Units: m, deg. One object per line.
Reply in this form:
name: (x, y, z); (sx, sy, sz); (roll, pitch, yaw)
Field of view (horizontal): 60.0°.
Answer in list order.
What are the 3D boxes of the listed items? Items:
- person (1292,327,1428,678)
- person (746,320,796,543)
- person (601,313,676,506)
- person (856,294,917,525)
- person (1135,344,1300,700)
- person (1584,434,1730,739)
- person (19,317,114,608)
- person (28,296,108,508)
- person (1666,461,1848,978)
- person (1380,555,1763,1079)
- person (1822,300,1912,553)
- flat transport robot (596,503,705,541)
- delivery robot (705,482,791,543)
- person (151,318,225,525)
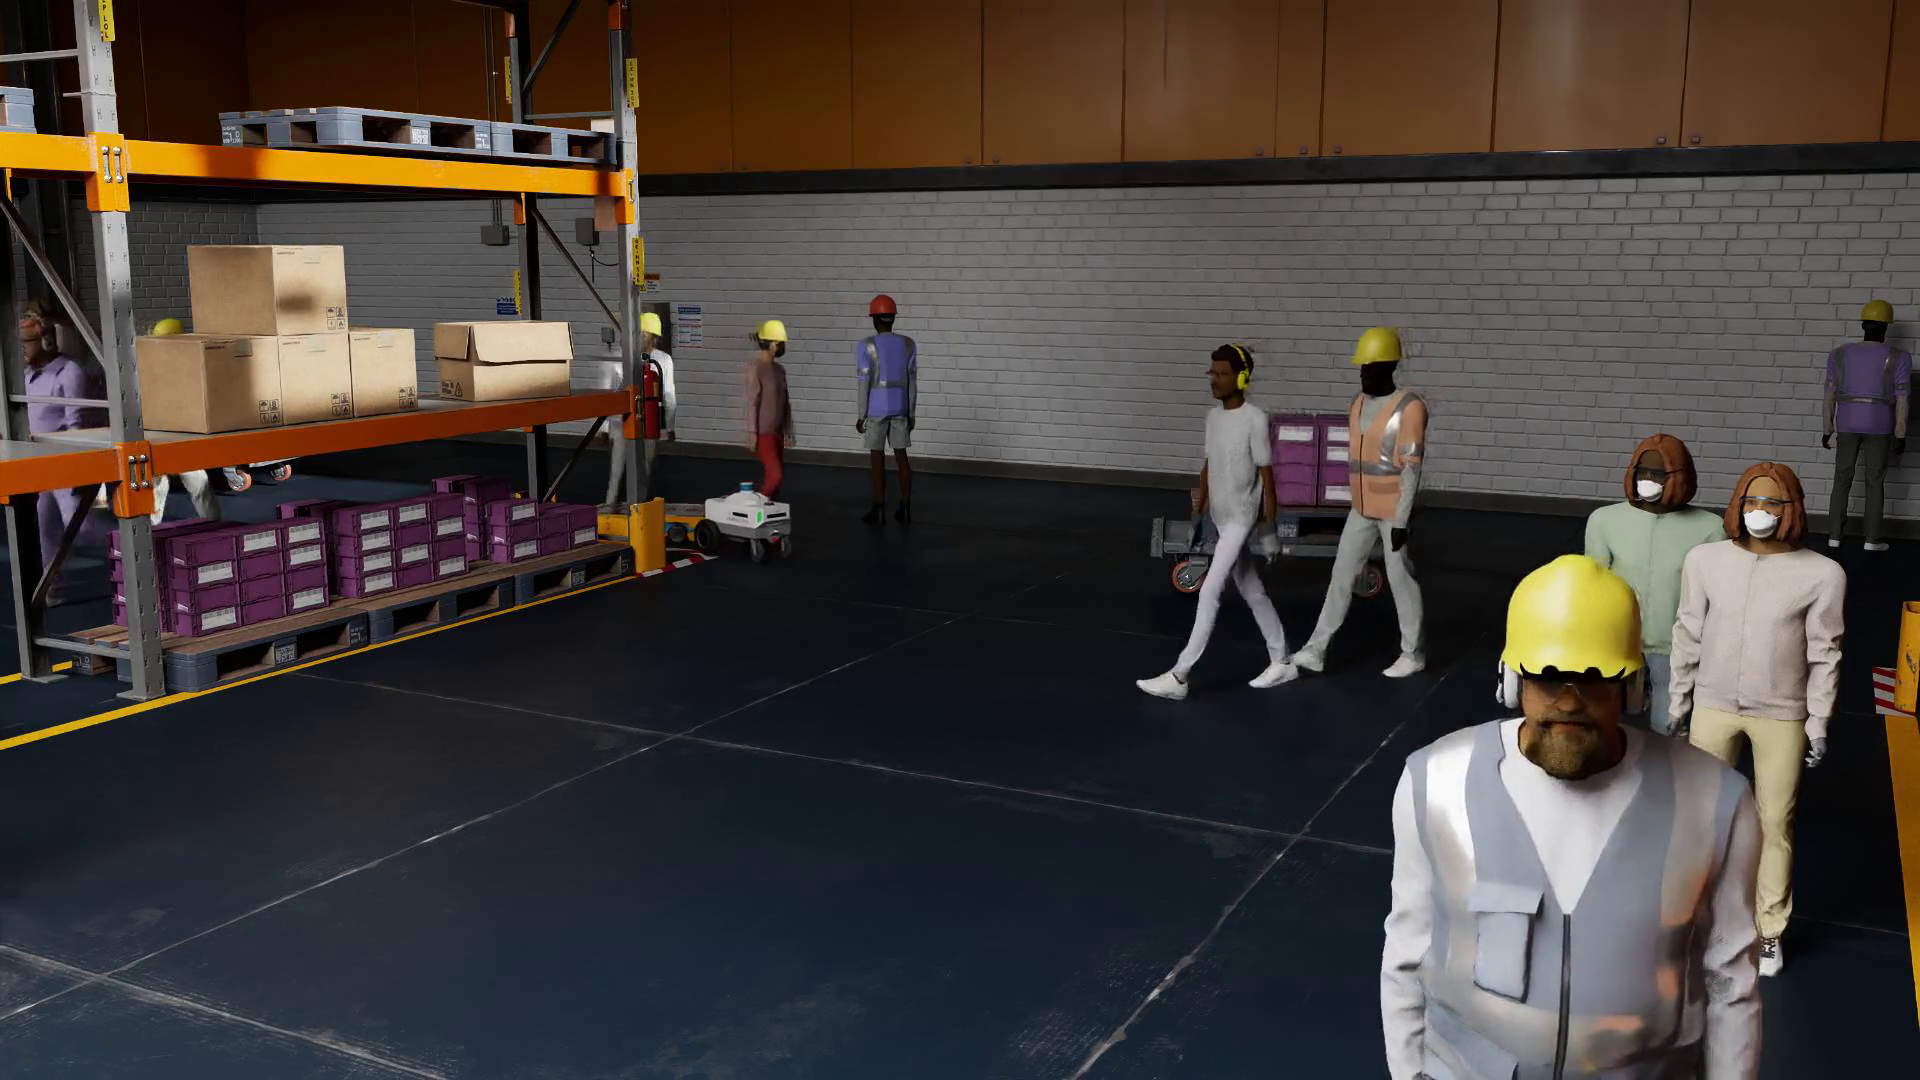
person: (2.151, -0.172, 8.829); (0.885, 1.885, 0.617); (-5, 11, -26)
person: (-1.474, -0.841, 13.040); (0.353, 1.753, 0.554); (4, 10, 21)
person: (-2.616, -0.948, 13.586); (0.626, 1.800, 0.407); (-5, 11, -28)
person: (-0.633, -1.099, 14.045); (0.551, 1.932, 0.378); (-5, 11, -27)
person: (1.378, -0.092, 8.553); (1.005, 1.821, 0.543); (-4, 11, -21)
person: (2.533, 0.420, 6.123); (0.502, 1.631, 0.285); (4, 11, 23)
person: (-5.750, -0.500, 10.734); (0.646, 1.880, 0.739); (4, 11, 23)
person: (-7.936, -1.205, 14.777); (0.514, 1.911, 0.632); (-4, 11, -23)
person: (2.510, 0.561, 5.297); (0.500, 1.636, 0.280); (8, 12, 38)
person: (1.016, 0.899, 2.830); (0.600, 1.814, 0.733); (3, 10, 19)
person: (6.925, -0.868, 12.727); (0.595, 1.925, 0.372); (8, 13, 40)
flat transport robot: (-2.471, -0.157, 13.402); (1.431, 0.197, 0.652); (2, 10, 11)
delivery robot: (-1.593, -0.190, 12.487); (0.707, 0.478, 0.477); (10, 14, 44)
person: (-5.719, -0.732, 12.298); (0.617, 1.790, 0.876); (8, 13, 40)
